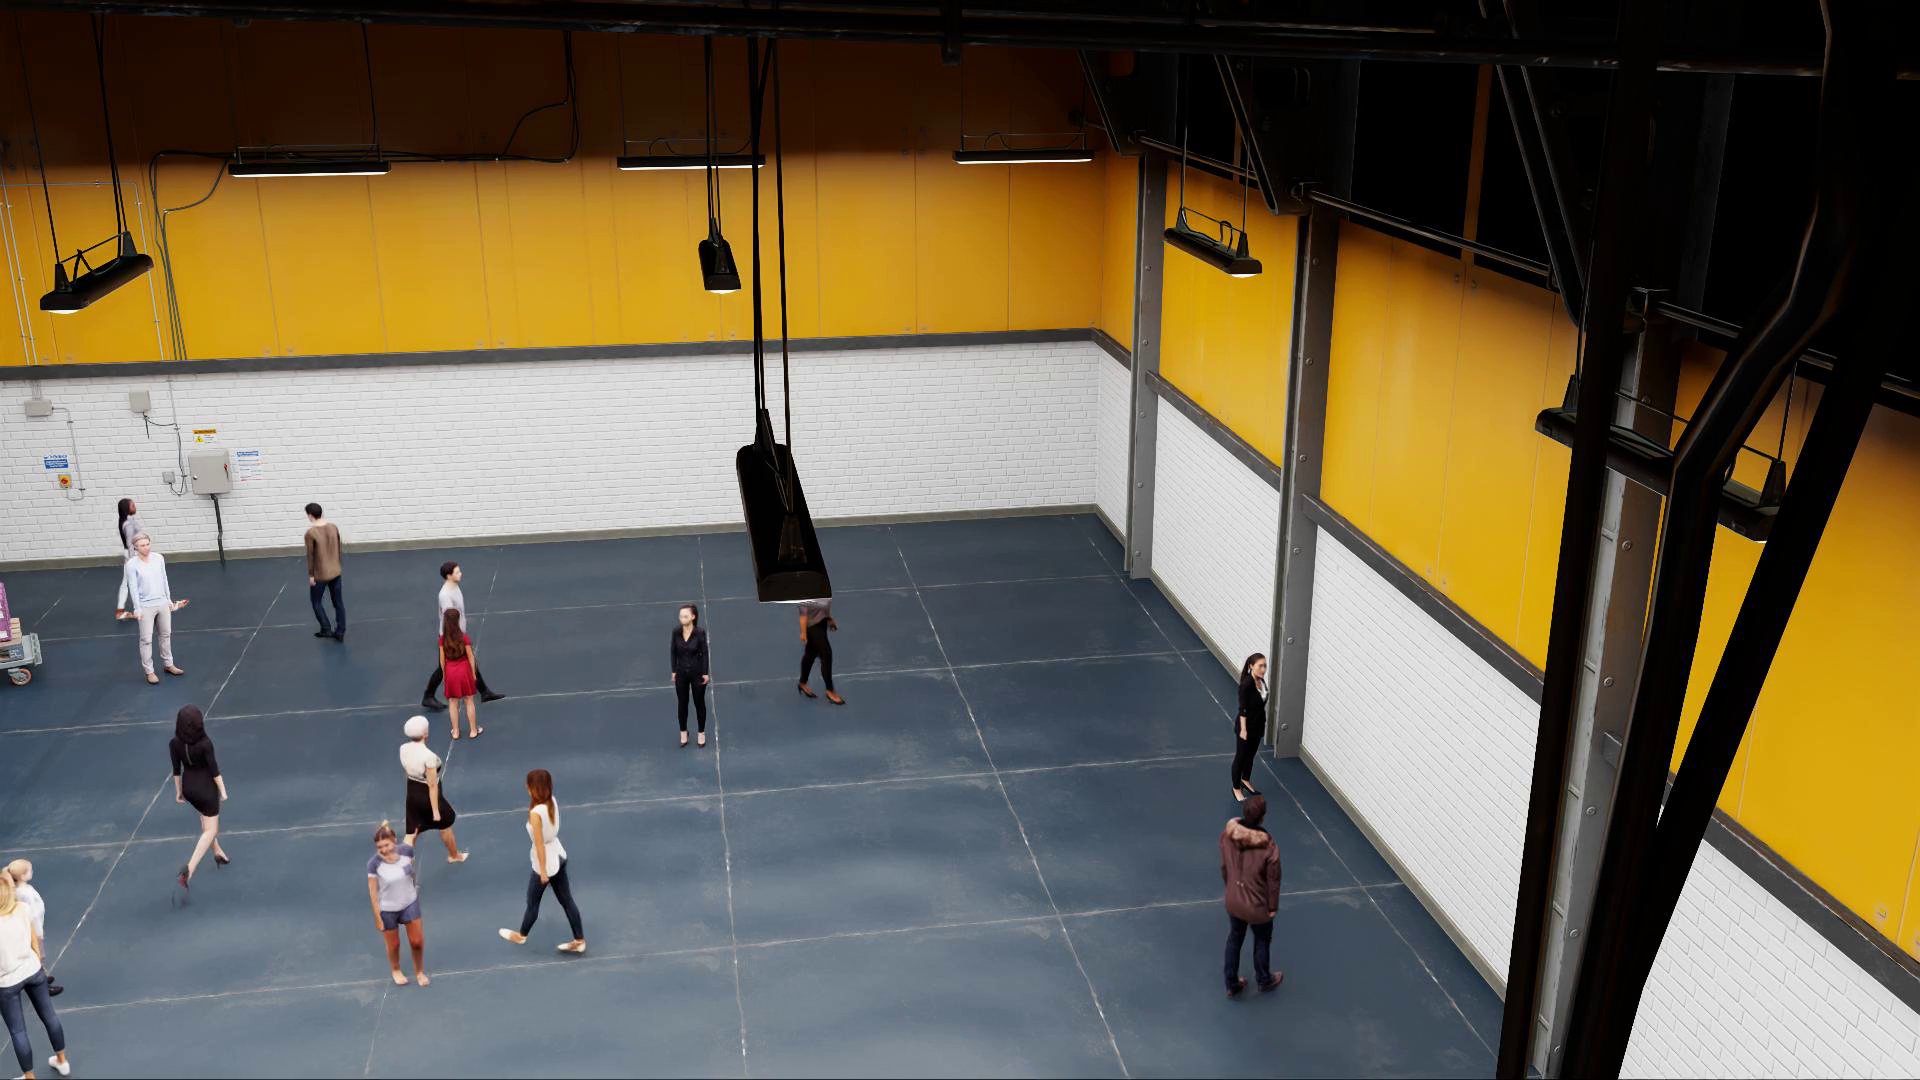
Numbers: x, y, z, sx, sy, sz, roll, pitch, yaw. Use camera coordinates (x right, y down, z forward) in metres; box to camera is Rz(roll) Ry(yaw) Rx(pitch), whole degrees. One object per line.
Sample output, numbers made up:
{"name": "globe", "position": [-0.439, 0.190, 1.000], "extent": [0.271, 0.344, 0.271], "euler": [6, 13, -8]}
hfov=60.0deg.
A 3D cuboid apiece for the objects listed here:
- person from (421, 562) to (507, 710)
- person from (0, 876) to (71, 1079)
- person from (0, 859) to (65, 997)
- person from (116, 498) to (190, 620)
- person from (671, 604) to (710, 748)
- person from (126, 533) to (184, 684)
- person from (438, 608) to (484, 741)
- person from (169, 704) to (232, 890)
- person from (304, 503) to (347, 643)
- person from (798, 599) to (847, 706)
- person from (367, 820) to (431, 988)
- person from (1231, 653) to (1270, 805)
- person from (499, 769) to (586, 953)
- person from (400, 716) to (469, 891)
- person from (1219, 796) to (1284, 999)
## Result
{"name": "person", "position": [-6.082, 1.163, 19.618], "extent": [0.865, 1.818, 1.188], "euler": [0, 19, 0]}
{"name": "person", "position": [-7.296, 3.424, 12.927], "extent": [0.747, 1.803, 0.667], "euler": [10, 21, 27]}
{"name": "person", "position": [-7.916, 3.294, 14.139], "extent": [0.562, 1.277, 0.632], "euler": [16, 24, 39]}
{"name": "person", "position": [-11.217, 0.292, 22.436], "extent": [0.944, 1.671, 1.160], "euler": [-11, 21, -29]}
{"name": "person", "position": [-3.031, 1.526, 18.707], "extent": [0.629, 1.711, 0.586], "euler": [3, 19, 8]}
{"name": "person", "position": [-9.994, 0.809, 20.551], "extent": [0.810, 1.894, 0.742], "euler": [12, 22, 31]}
{"name": "person", "position": [-5.724, 1.521, 18.967], "extent": [0.547, 1.555, 0.607], "euler": [-2, 19, -6]}
{"name": "person", "position": [-7.254, 2.471, 15.795], "extent": [0.897, 1.780, 1.160], "euler": [4, 19, 12]}
{"name": "person", "position": [-8.211, 0.450, 21.675], "extent": [0.903, 1.857, 0.842], "euler": [13, 22, 33]}
{"name": "person", "position": [-1.826, 1.075, 19.879], "extent": [0.954, 1.818, 0.983], "euler": [5, 19, 14]}
{"name": "person", "position": [-4.821, 3.097, 14.219], "extent": [0.706, 1.598, 0.780], "euler": [-17, 25, -41]}
{"name": "person", "position": [3.057, 1.954, 17.516], "extent": [0.732, 1.660, 0.687], "euler": [14, 23, 37]}
{"name": "person", "position": [-3.535, 2.867, 14.665], "extent": [0.946, 1.751, 1.060], "euler": [4, 19, 12]}
{"name": "person", "position": [-5.135, 2.530, 15.728], "extent": [1.061, 1.709, 1.187], "euler": [10, 21, 27]}
{"name": "person", "position": [2.404, 3.037, 14.016], "extent": [0.969, 1.842, 1.033], "euler": [17, 25, 41]}
